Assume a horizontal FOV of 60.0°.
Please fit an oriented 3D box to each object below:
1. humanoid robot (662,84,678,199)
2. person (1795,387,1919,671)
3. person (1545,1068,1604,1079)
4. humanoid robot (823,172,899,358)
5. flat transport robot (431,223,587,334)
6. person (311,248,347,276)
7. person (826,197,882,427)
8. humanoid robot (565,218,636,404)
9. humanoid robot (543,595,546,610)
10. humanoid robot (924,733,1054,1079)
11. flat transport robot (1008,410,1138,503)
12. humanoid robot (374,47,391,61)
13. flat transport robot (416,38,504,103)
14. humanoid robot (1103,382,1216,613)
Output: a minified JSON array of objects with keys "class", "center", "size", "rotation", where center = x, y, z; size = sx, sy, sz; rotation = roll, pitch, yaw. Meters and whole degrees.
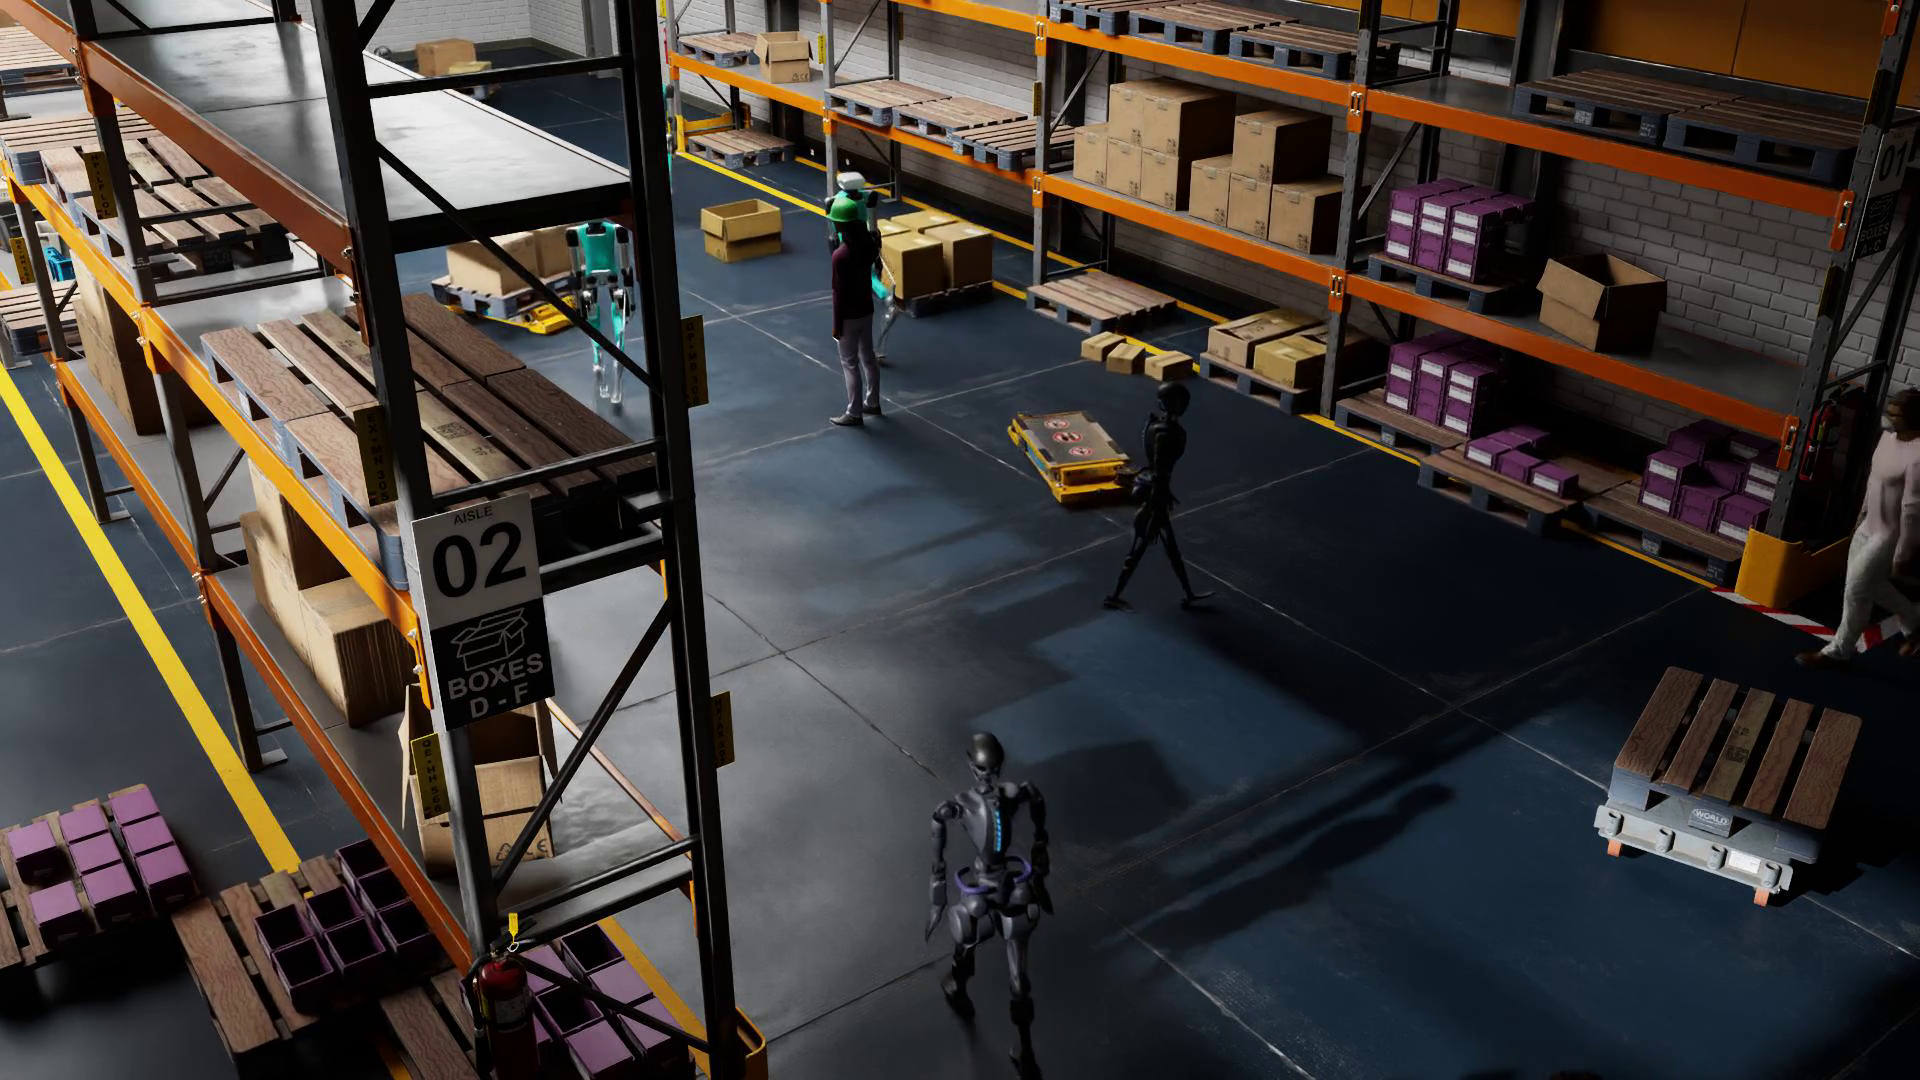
[{"class":"humanoid robot","center":[-3.498,-4.534,19.403],"size":[0.542,1.802,0.784],"rotation":[-10,28,-19]},{"class":"person","center":[5.770,-0.032,10.229],"size":[0.738,1.916,0.630],"rotation":[5,27,10]},{"class":"person","center":[1.950,2.414,5.477],"size":[0.864,1.811,0.628],"rotation":[-10,28,-19]},{"class":"humanoid robot","center":[-0.868,-2.440,15.197],"size":[0.544,1.751,0.938],"rotation":[-16,31,-28]},{"class":"flat transport robot","center":[-4.459,-2.359,16.679],"size":[1.431,0.231,0.659],"rotation":[15,31,28]},{"class":"person","center":[-5.513,-2.033,14.420],"size":[0.777,1.718,0.567],"rotation":[6,27,11]},{"class":"person","center":[-0.899,-1.905,13.923],"size":[0.436,1.942,0.487],"rotation":[14,30,26]},{"class":"humanoid robot","center":[-3.043,-1.931,14.218],"size":[0.543,1.792,0.865],"rotation":[-4,27,-7]},{"class":"humanoid robot","center":[-2.949,-0.231,10.830],"size":[0.548,1.774,0.915],"rotation":[-15,31,-28]},{"class":"humanoid robot","center":[0.138,1.571,7.347],"size":[0.601,1.621,0.782],"rotation":[-10,28,-19]},{"class":"flat transport robot","center":[0.898,-0.697,13.373],"size":[0.659,0.231,1.431],"rotation":[-7,28,-14]},{"class":"humanoid robot","center":[-7.326,-5.483,21.365],"size":[0.735,1.630,0.608],"rotation":[-11,29,-20]},{"class":"flat transport robot","center":[-7.676,-6.702,25.317],"size":[0.659,0.231,1.431],"rotation":[1,27,2]},{"class":"humanoid robot","center":[1.350,-0.260,10.968],"size":[0.750,1.618,0.606],"rotation":[6,27,12]}]
